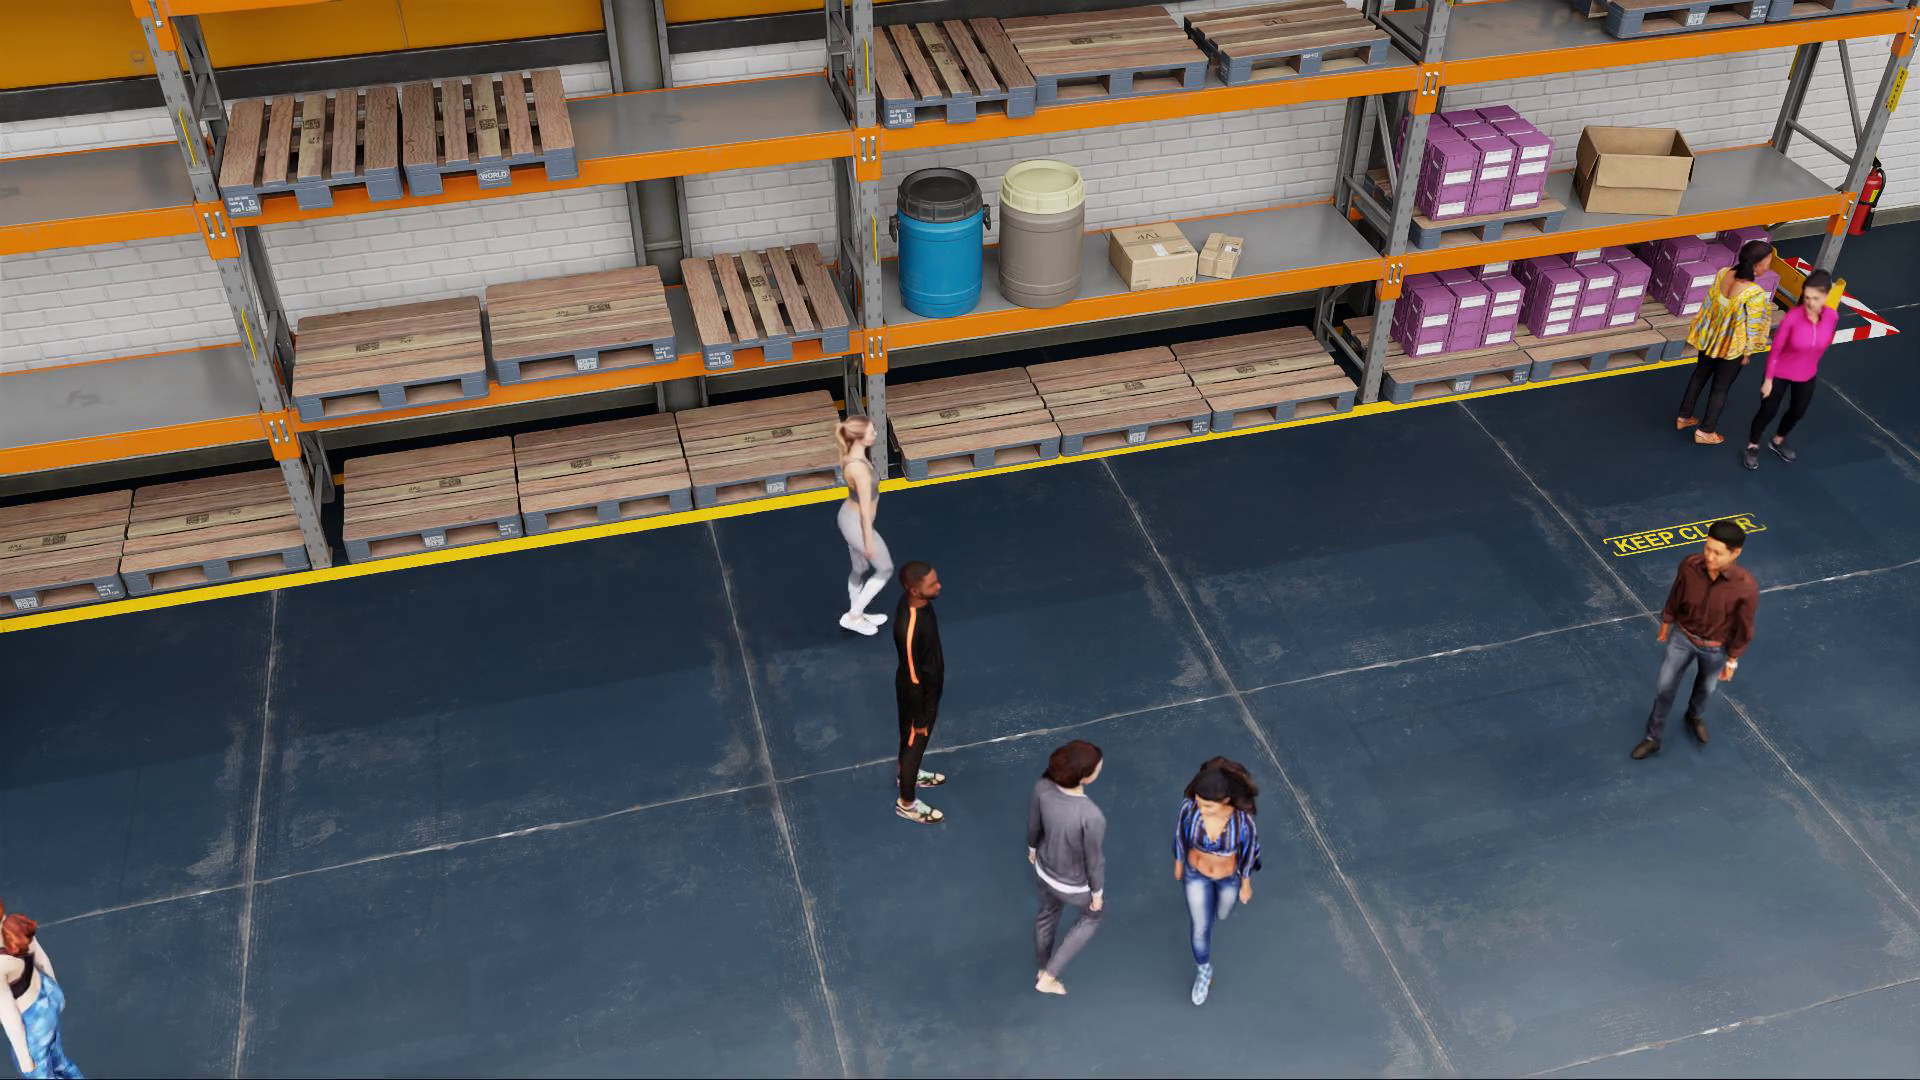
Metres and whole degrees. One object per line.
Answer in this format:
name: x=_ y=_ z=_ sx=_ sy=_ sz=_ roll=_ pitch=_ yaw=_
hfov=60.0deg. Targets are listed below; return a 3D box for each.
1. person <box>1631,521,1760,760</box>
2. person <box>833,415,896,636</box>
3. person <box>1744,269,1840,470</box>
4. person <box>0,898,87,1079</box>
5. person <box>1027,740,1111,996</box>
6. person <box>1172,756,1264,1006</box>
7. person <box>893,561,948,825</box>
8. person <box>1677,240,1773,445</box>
person: x=4.385 y=0.570 z=9.763 sx=0.927 sy=1.748 sz=1.011 roll=24 pitch=44 yaw=27
person: x=-0.719 y=-0.064 z=10.600 sx=0.634 sy=1.693 sz=0.589 roll=-14 pitch=41 yaw=-17
person: x=6.039 y=-1.236 z=12.097 sx=0.666 sy=1.666 sz=0.822 roll=-11 pitch=40 yaw=-13
person: x=-4.157 y=2.234 z=7.666 sx=0.900 sy=1.774 sz=0.629 roll=-5 pitch=39 yaw=-6
person: x=0.489 y=1.714 z=8.318 sx=0.798 sy=1.762 sz=0.850 roll=29 pitch=47 yaw=31
person: x=1.306 y=1.652 z=8.520 sx=0.989 sy=1.607 sz=0.969 roll=9 pitch=40 yaw=11
person: x=-0.244 y=0.828 z=9.390 sx=0.645 sy=1.808 sz=0.694 roll=2 pitch=39 yaw=3
person: x=5.697 y=-1.472 z=12.400 sx=0.751 sy=1.647 sz=0.719 roll=-12 pitch=40 yaw=-15
